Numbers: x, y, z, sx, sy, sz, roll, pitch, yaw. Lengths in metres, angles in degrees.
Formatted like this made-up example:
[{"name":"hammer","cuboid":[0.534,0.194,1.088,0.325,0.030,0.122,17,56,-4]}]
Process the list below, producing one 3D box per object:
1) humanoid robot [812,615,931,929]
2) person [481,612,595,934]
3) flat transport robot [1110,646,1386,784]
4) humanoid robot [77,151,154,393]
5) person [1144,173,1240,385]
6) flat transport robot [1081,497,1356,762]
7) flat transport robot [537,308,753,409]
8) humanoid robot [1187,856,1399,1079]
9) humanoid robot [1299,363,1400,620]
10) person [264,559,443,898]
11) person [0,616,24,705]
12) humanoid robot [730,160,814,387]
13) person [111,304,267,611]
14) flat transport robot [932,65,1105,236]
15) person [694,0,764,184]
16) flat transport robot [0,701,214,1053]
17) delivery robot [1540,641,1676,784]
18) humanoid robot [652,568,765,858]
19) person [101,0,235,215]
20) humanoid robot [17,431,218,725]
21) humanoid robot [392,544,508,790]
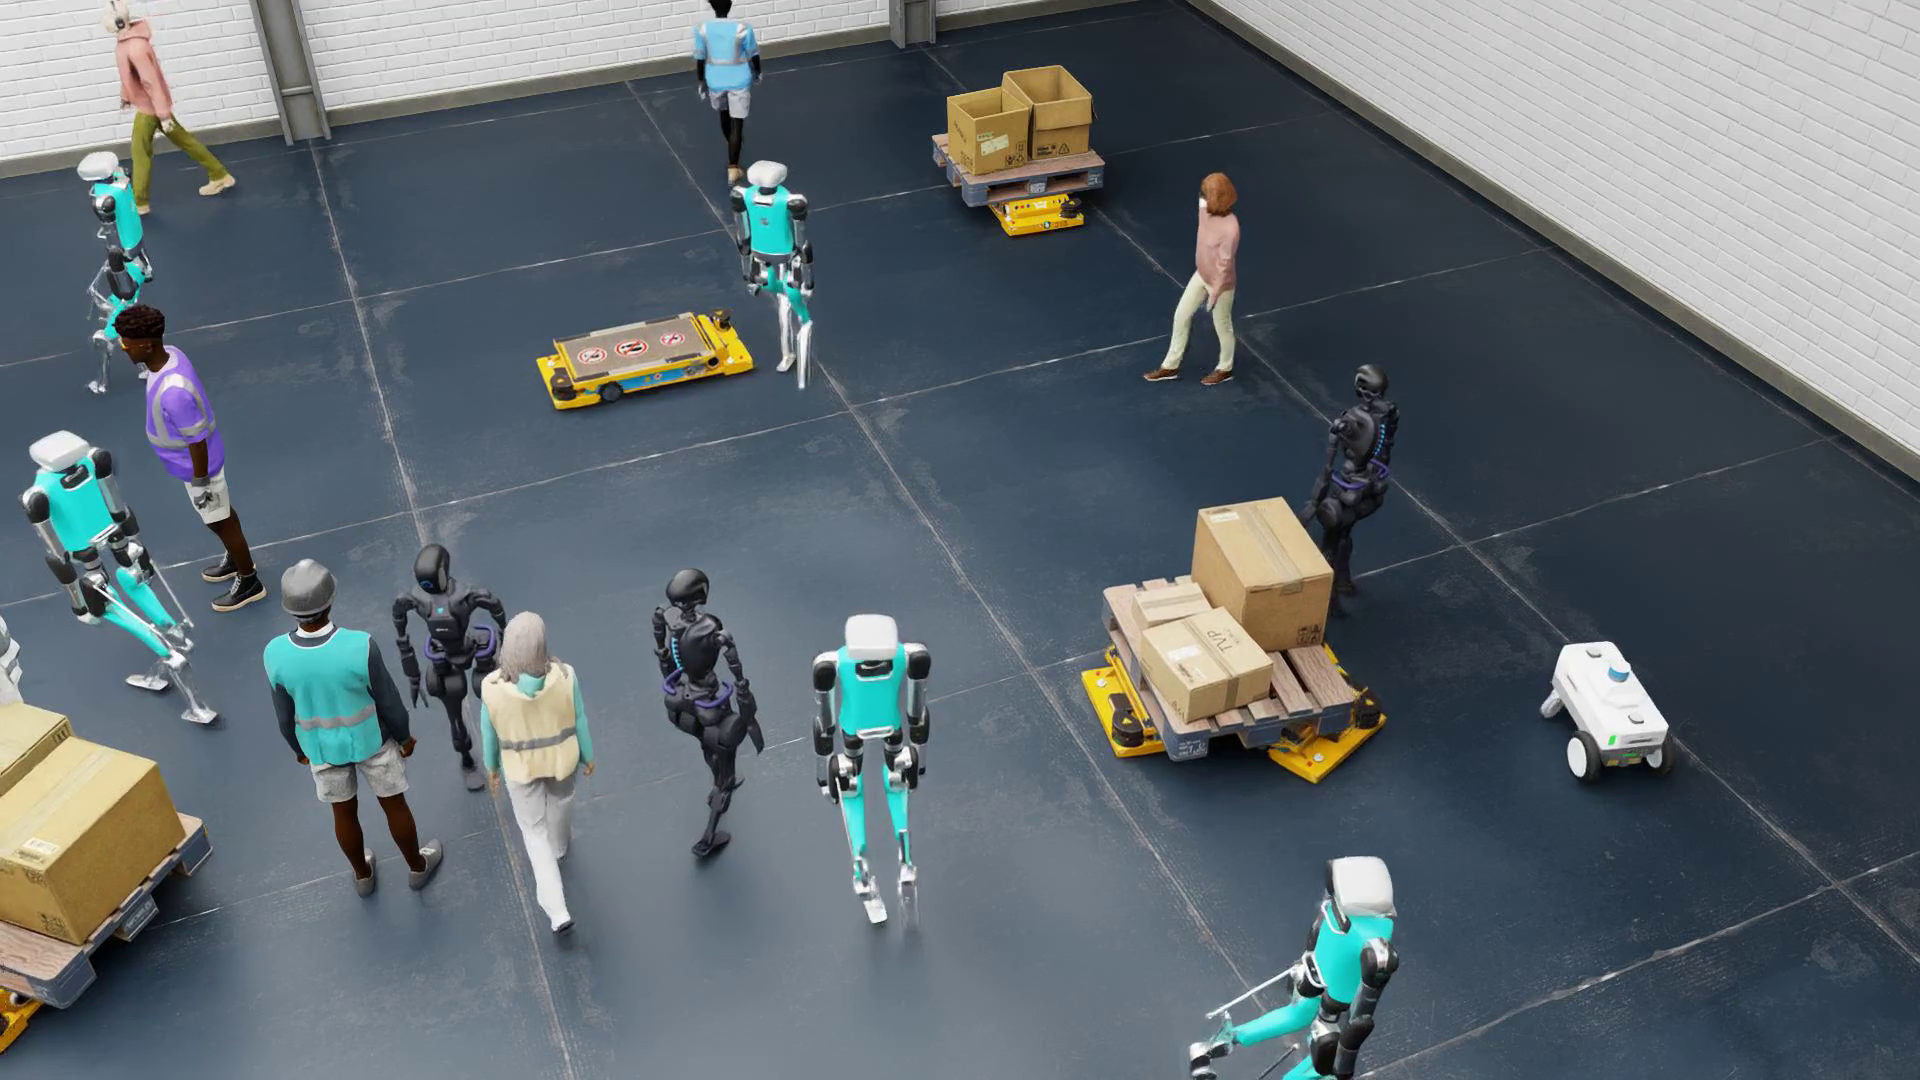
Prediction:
[{"name":"humanoid robot","cuboid":[-0.359,1.216,7.569,0.548,1.893,0.691,-7,38,-9]},{"name":"person","cuboid":[-1.946,1.055,7.739,0.487,1.672,0.802,-11,39,-14]},{"name":"flat transport robot","cuboid":[1.589,0.781,9.257,1.431,0.231,0.659,31,47,34]},{"name":"humanoid robot","cuboid":[-5.900,-1.758,11.446,0.788,1.891,0.553,-4,38,-5]},{"name":"person","cuboid":[1.647,-1.745,11.448,0.725,1.607,0.501,-16,40,-20]},{"name":"flat transport robot","cuboid":[1.453,0.811,9.218,1.431,0.231,0.659,-9,38,-11]},{"name":"flat transport robot","cuboid":[-2.275,-1.311,11.980,1.431,0.231,0.659,-14,40,-18]},{"name":"humanoid robot","cuboid":[1.227,1.936,6.596,1.028,1.776,0.534,-5,38,-6]},{"name":"humanoid robot","cuboid":[2.212,-0.263,9.466,0.611,1.658,0.315,-22,43,-26]},{"name":"person","cuboid":[-2.835,0.914,7.713,0.560,1.938,0.430,-4,38,-6]},{"name":"person","cuboid":[-4.700,0.675,8.072,0.574,1.882,0.356,31,47,34]},{"name":"humanoid robot","cuboid":[-1.198,-1.863,11.550,0.549,1.834,0.780,9,38,11]},{"name":"person","cuboid":[-4.383,-0.468,9.491,0.362,1.963,0.612,-18,41,-21]},{"name":"flat transport robot","cuboid":[0.498,-3.027,14.214,0.659,0.231,1.431,-12,39,-15]},{"name":"person","cuboid":[-1.955,-3.977,14.314,0.540,1.646,0.881,7,38,9]},{"name":"flat transport robot","cuboid":[-4.366,1.780,7.956,0.659,0.231,1.431,12,39,15]},{"name":"delivery robot","cuboid":[3.447,0.921,8.853,0.525,0.610,0.782,-4,38,-6]},{"name":"humanoid robot","cuboid":[-1.219,0.797,8.098,0.598,1.638,0.614,20,42,24]},{"name":"person","cuboid":[-6.672,-3.589,13.705,1.003,1.788,0.508,-17,41,-21]},{"name":"humanoid robot","cuboid":[-4.278,0.270,8.741,0.901,1.770,0.531,13,39,16]},{"name":"humanoid robot","cuboid":[-2.466,0.641,8.300,0.608,1.635,0.404,-3,38,-5]}]
